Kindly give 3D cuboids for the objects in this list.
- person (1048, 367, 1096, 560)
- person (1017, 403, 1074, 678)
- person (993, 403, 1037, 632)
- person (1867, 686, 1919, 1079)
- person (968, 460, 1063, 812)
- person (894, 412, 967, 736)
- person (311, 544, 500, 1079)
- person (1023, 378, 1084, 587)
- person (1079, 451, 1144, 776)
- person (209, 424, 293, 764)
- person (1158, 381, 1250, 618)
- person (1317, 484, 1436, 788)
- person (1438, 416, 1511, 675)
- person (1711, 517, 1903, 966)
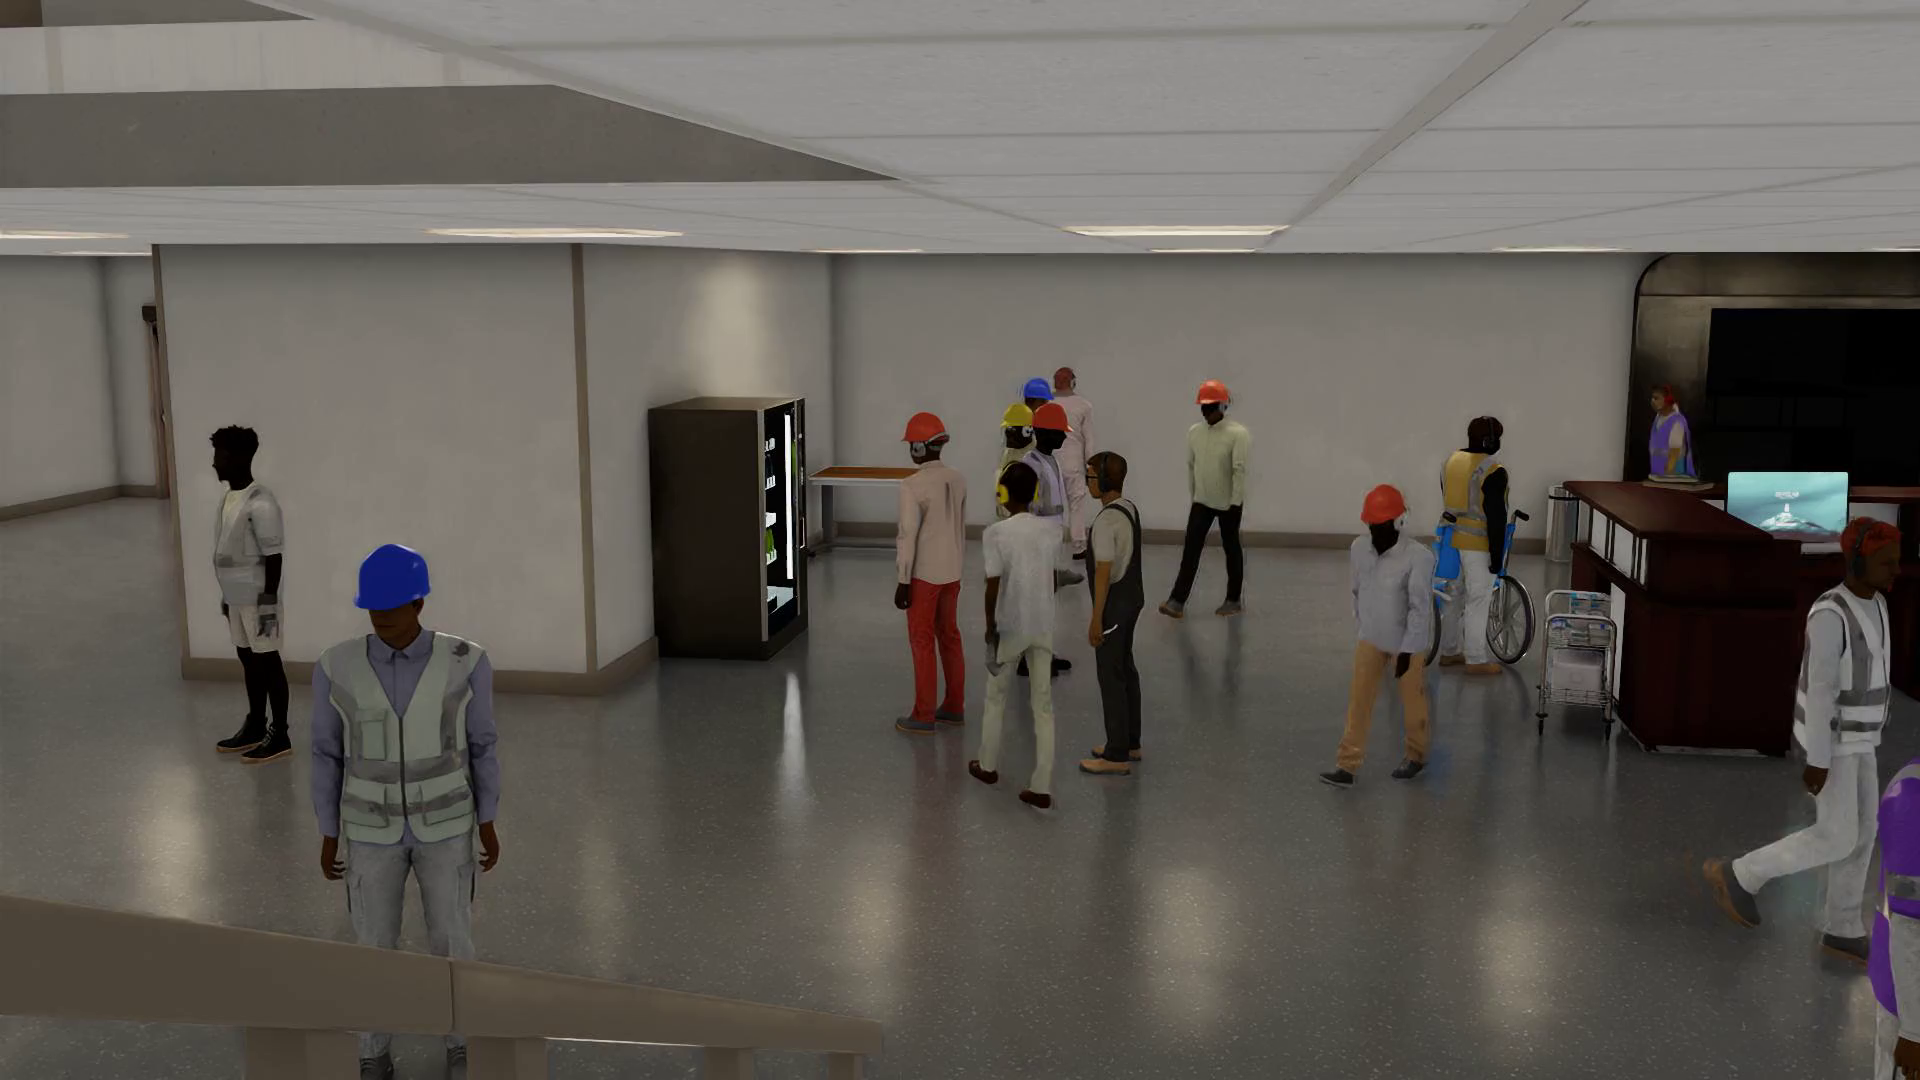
[{"bbox_3d":[1.033,-0.753,16.422,0.639,1.902,0.407,3,10,18],"label":"person"},{"bbox_3d":[0.603,0.002,11.693,0.378,1.931,0.545,4,10,23],"label":"person"},{"bbox_3d":[0.470,-0.147,12.887,0.403,1.831,0.597,-6,11,-35],"label":"person"},{"bbox_3d":[2.591,1.183,4.361,0.543,1.938,0.356,-9,13,-44],"label":"person"},{"bbox_3d":[0.288,0.490,8.962,0.501,1.826,0.872,-4,10,-21],"label":"person"},{"bbox_3d":[-0.192,0.205,10.265,0.402,1.987,0.608,6,11,34],"label":"person"},{"bbox_3d":[-1.883,0.965,5.684,0.612,1.943,0.404,-2,9,-13],"label":"person"},{"bbox_3d":[0.665,-0.496,14.843,0.977,1.891,0.608,5,11,29],"label":"person"},{"bbox_3d":[0.865,0.409,9.457,0.342,1.837,0.503,3,10,20],"label":"person"},{"bbox_3d":[-4.138,0.313,9.663,0.390,1.958,0.601,-9,13,-44],"label":"person"},{"bbox_3d":[2.020,-0.306,13.512,0.616,1.950,0.982,7,12,38],"label":"person"},{"bbox_3d":[2.314,0.531,9.101,0.863,1.691,0.558,-8,12,-42],"label":"person"},{"bbox_3d":[3.645,0.038,11.761,0.430,1.838,0.625,-4,10,-21],"label":"person"},{"bbox_3d":[3.565,0.813,6.859,0.590,1.867,0.623,-9,13,-44],"label":"person"}]
